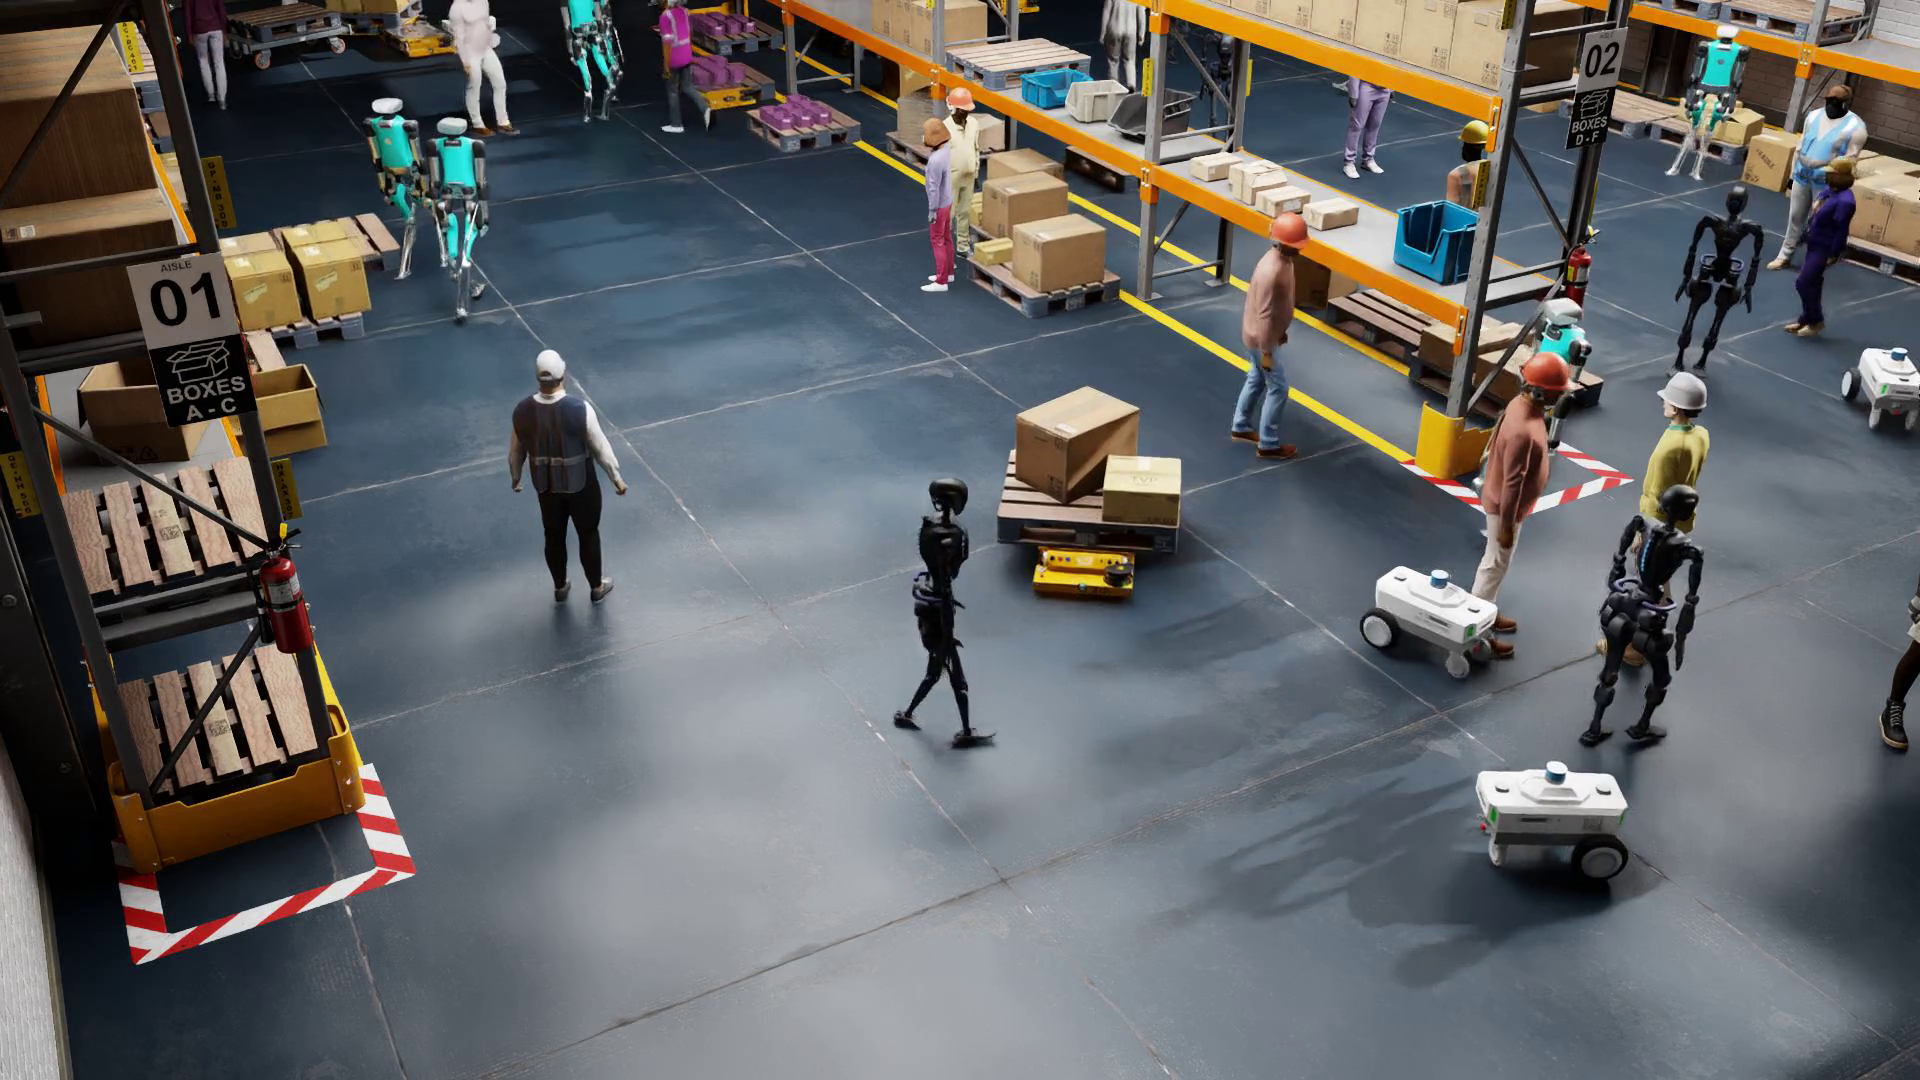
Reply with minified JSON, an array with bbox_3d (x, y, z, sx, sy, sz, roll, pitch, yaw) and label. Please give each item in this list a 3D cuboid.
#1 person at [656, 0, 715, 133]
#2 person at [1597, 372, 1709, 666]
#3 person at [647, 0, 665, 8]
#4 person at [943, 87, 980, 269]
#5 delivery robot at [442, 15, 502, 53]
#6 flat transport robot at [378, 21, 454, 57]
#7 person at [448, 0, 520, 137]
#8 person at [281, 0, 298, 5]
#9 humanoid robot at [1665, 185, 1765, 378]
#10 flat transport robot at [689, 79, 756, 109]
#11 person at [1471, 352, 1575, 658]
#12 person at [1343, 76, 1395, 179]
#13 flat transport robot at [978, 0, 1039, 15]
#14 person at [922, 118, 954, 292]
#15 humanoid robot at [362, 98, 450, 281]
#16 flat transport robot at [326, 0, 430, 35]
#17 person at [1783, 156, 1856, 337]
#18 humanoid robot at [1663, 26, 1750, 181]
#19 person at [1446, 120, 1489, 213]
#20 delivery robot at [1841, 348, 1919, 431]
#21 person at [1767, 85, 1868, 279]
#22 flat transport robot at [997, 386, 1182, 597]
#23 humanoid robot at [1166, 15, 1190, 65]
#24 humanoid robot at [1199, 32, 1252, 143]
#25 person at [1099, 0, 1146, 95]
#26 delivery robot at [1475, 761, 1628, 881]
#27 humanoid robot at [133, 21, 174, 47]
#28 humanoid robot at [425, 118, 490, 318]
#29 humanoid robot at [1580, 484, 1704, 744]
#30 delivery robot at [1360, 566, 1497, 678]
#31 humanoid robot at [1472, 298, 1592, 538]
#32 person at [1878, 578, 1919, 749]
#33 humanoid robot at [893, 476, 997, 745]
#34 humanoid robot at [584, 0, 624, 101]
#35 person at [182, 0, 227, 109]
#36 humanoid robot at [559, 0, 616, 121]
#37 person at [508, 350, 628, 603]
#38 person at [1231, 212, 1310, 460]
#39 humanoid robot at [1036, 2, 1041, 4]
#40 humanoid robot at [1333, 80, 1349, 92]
[{"bbox_3d":[-3.333,-5.735,19.836,0.666,1.820,0.582,15,33,25],"label":"person"},{"bbox_3d":[4.206,-0.112,9.979,0.486,1.888,0.396,-23,37,-34],"label":"person"},{"bbox_3d":[-4.730,-9.238,26.010,0.561,1.741,0.342,18,35,29],"label":"person"},{"bbox_3d":[-0.010,-3.481,15.985,0.560,1.743,0.342,-25,38,-36],"label":"person"},{"bbox_3d":[-7.002,-7.310,23.867,0.803,0.614,0.499,-18,35,-29],"label":"delivery robot"},{"bbox_3d":[-7.868,-7.232,23.998,0.659,0.231,1.431,-19,35,-29],"label":"flat transport robot"},{"bbox_3d":[-5.621,-5.706,19.684,0.743,1.918,0.653,16,34,26],"label":"person"},{"bbox_3d":[-9.972,-8.462,24.576,0.429,1.833,0.635,-3,30,-5],"label":"person"},{"bbox_3d":[6.232,-2.109,13.674,0.596,1.652,0.368,15,33,24],"label":"humanoid robot"},{"bbox_3d":[-3.232,-5.869,21.626,0.659,0.231,1.431,-15,33,-24],"label":"flat transport robot"},{"bbox_3d":[3.369,-0.223,10.084,0.411,1.985,0.639,10,31,18],"label":"person"},{"bbox_3d":[4.587,-4.984,18.449,0.648,1.901,0.404,-16,34,-26],"label":"person"},{"bbox_3d":[0.660,-8.555,26.303,0.659,0.231,1.431,-12,32,-19],"label":"flat transport robot"},{"bbox_3d":[-0.202,-3.114,15.469,0.277,1.628,0.503,6,30,11],"label":"person"},{"bbox_3d":[-5.209,-3.413,15.917,0.531,1.770,0.877,5,30,8],"label":"humanoid robot"},{"bbox_3d":[-8.679,-7.626,24.685,1.431,0.231,0.659,0,30,1],"label":"flat transport robot"},{"bbox_3d":[7.483,-2.542,14.482,0.376,1.610,0.449,4,30,6],"label":"person"},{"bbox_3d":[8.266,-4.827,18.347,0.546,1.773,0.797,11,32,19],"label":"humanoid robot"},{"bbox_3d":[4.336,-2.663,14.382,0.594,1.925,0.368,-18,35,-28],"label":"person"},{"bbox_3d":[7.432,-1.251,13.302,0.499,0.595,0.781,6,30,11],"label":"delivery robot"},{"bbox_3d":[8.115,-3.389,15.741,0.428,1.836,0.623,-16,34,-26],"label":"person"},{"bbox_3d":[0.897,-0.060,11.515,0.659,0.231,1.431,4,30,7],"label":"flat transport robot"},{"bbox_3d":[2.995,-7.388,22.850,0.343,1.647,0.600,9,31,16],"label":"humanoid robot"},{"bbox_3d":[3.083,-5.307,19.246,0.611,1.630,0.598,4,30,6],"label":"humanoid robot"},{"bbox_3d":[2.051,-6.398,20.939,0.575,1.874,0.618,-2,30,-4],"label":"person"},{"bbox_3d":[3.067,1.408,8.646,0.741,0.569,0.505,1,30,2],"label":"delivery robot"},{"bbox_3d":[-10.663,-6.781,21.802,0.608,1.651,0.342,-24,38,-36],"label":"humanoid robot"},{"bbox_3d":[-4.525,-2.821,14.885,0.530,1.734,1.036,1,30,2],"label":"humanoid robot"},{"bbox_3d":[3.817,0.421,9.273,0.491,1.644,0.590,-17,34,-26],"label":"humanoid robot"},{"bbox_3d":[2.929,0.459,10.315,0.499,0.587,0.789,-26,39,-38],"label":"delivery robot"},{"bbox_3d":[3.719,-0.711,11.239,0.777,1.851,0.542,-6,30,-10],"label":"humanoid robot"},{"bbox_3d":[5.587,0.289,9.205,0.611,1.963,0.362,-1,30,-1],"label":"person"},{"bbox_3d":[-0.091,0.407,9.327,0.608,1.649,0.586,-2,30,-4],"label":"humanoid robot"},{"bbox_3d":[-4.455,-6.365,21.043,0.766,1.809,0.543,21,36,32],"label":"humanoid robot"},{"bbox_3d":[-9.504,-6.448,20.988,0.513,1.906,0.697,-14,33,-24],"label":"person"},{"bbox_3d":[-4.472,-5.908,20.230,0.555,1.802,0.688,-16,34,-26],"label":"humanoid robot"},{"bbox_3d":[-2.511,-0.380,10.585,0.751,1.750,0.449,2,30,3],"label":"person"},{"bbox_3d":[2.320,-1.516,12.369,0.494,1.952,0.638,9,31,16],"label":"person"},{"bbox_3d":[1.138,-9.354,26.268,0.315,1.655,0.599,-8,31,-14],"label":"humanoid robot"},{"bbox_3d":[5.327,-6.591,21.390,0.918,1.733,0.562,1,30,1],"label":"humanoid robot"}]
